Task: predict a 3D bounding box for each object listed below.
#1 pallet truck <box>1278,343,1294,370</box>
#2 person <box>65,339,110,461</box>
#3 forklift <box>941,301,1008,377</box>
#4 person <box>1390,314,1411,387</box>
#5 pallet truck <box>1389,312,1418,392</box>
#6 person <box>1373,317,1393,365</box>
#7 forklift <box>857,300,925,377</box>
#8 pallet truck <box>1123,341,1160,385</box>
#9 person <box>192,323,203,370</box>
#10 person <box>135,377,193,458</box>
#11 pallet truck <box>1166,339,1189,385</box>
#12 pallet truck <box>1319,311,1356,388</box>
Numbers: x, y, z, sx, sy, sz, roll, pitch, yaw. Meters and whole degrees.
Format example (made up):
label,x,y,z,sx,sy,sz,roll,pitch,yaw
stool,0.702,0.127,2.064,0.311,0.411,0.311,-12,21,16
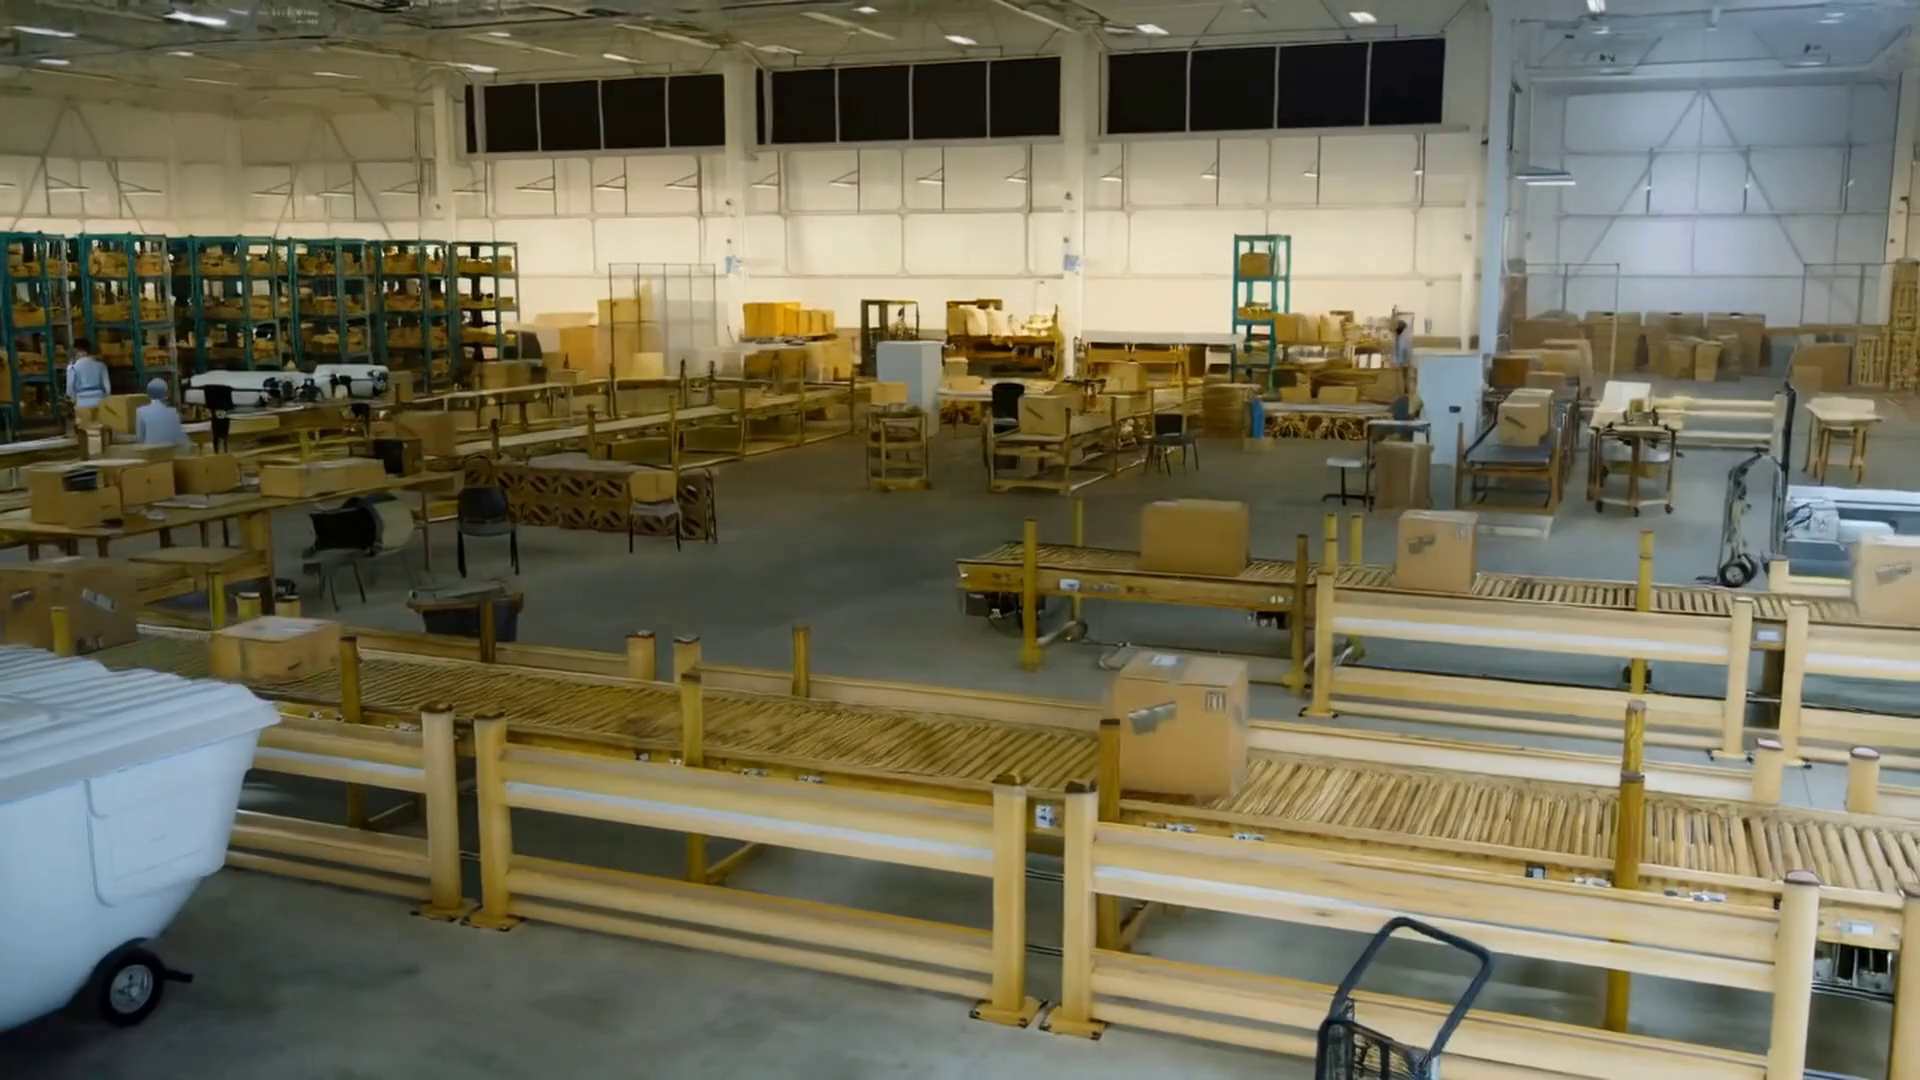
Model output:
label,x,y,z,sx,sy,sz,roll,pitch,yaw
pallet truck,7.886,-4.163,39.743,0.653,1.274,1.630,4,10,22
person,-13.034,-2.032,24.882,0.405,1.943,0.613,9,13,43
forklift,0.365,-4.966,41.571,1.157,1.987,2.680,3,10,20
person,9.434,-3.812,35.513,0.969,2.008,0.608,-3,10,-20
pallet truck,10.207,-4.283,38.369,0.823,1.965,1.885,3,10,20
person,9.294,-3.939,36.560,0.402,1.906,0.652,-5,11,-29
forklift,-1.732,-5.109,42.468,1.157,1.987,2.680,4,10,22
pallet truck,4.445,-4.380,41.279,0.680,1.201,1.601,4,10,22
person,-17.872,-4.306,39.013,0.567,1.833,0.383,-7,12,-35
person,-9.248,-1.021,19.378,0.545,1.732,0.807,1,9,9
pallet truck,5.418,-4.269,40.420,0.704,1.261,1.522,3,10,20
pallet truck,9.071,-4.419,39.190,0.823,1.965,1.885,5,10,26
